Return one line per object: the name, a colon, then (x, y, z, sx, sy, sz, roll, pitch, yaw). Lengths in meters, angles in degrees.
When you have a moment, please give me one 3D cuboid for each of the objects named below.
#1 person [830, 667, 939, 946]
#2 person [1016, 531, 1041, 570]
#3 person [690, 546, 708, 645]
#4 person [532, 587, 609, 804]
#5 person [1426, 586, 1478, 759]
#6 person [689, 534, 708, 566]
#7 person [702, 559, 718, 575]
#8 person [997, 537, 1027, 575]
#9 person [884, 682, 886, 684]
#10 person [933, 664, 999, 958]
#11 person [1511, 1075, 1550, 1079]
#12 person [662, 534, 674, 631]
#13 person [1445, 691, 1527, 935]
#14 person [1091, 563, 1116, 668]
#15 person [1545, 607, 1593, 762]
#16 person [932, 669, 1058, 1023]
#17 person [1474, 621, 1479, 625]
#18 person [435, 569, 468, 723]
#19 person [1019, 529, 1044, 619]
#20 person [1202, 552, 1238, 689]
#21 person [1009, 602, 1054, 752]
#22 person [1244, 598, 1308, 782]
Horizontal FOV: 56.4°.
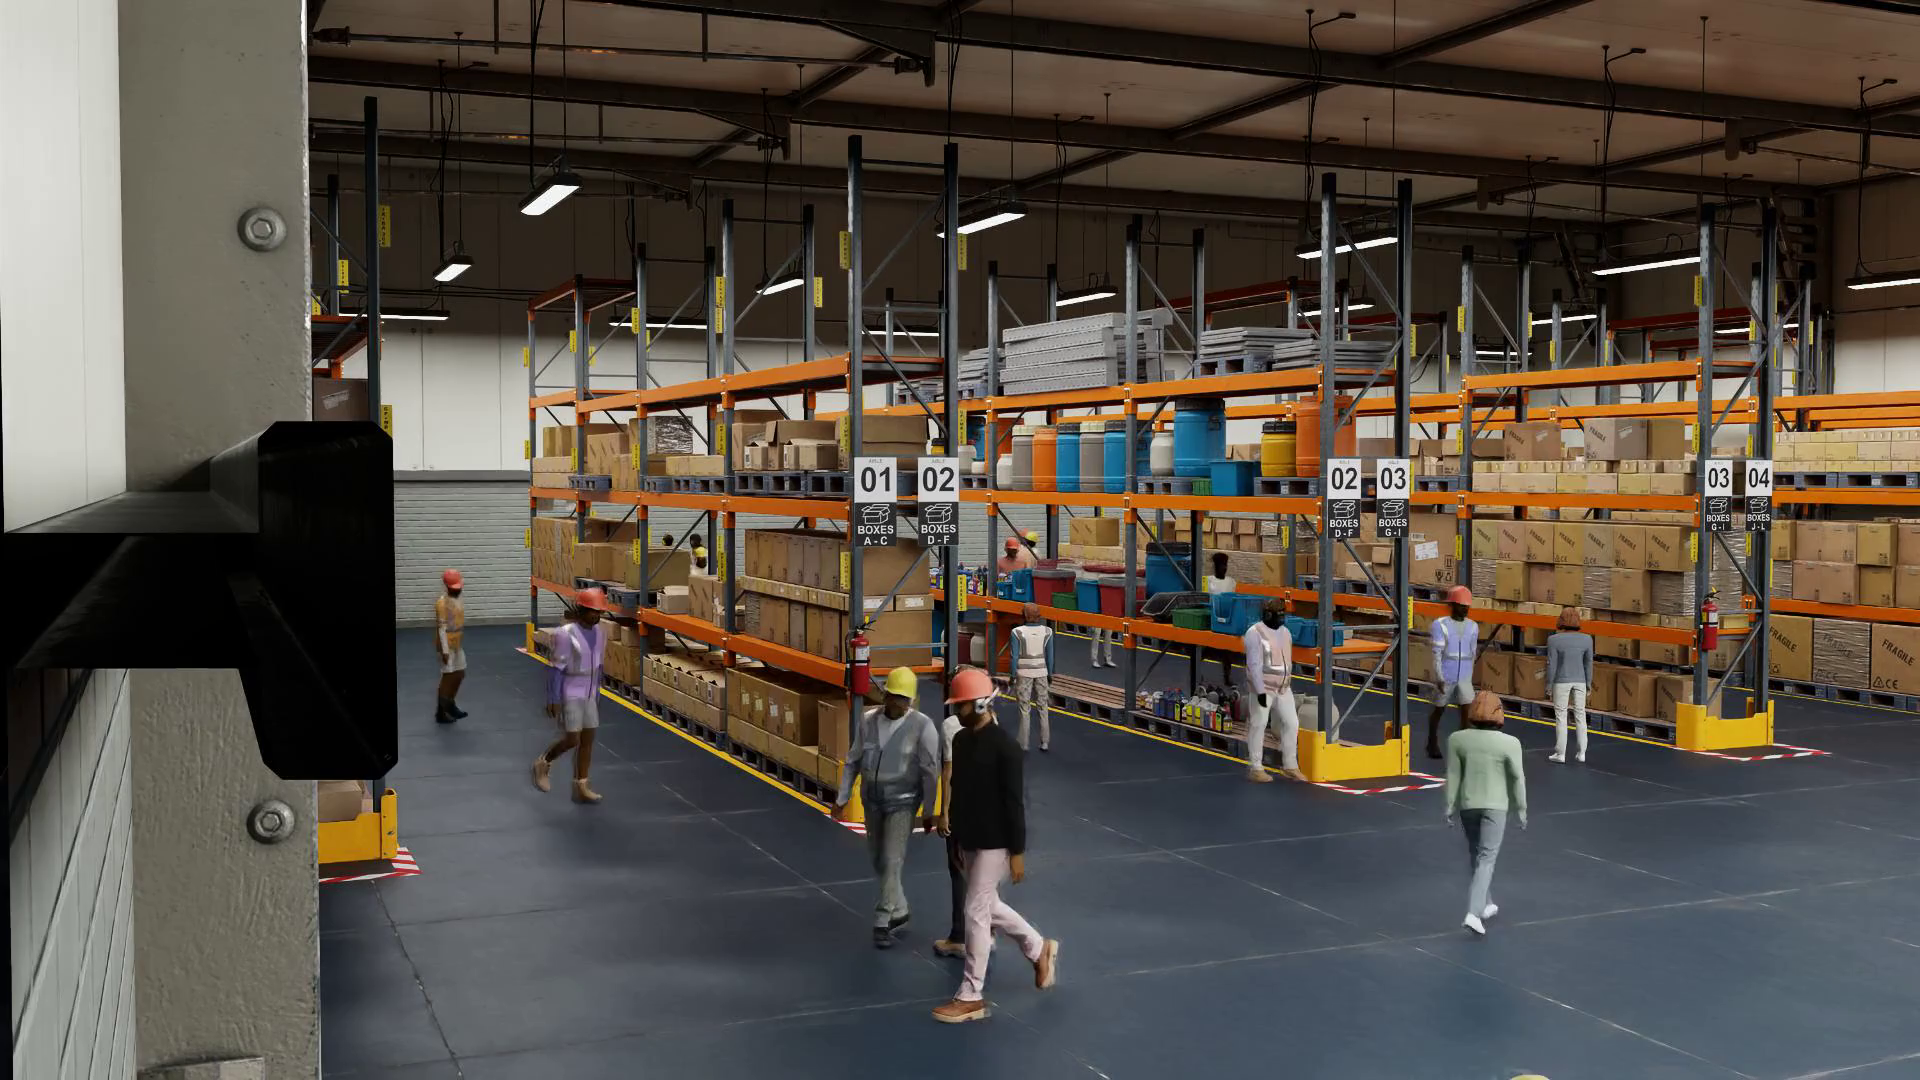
person: (-0.473, 1.723, 11.743, 0.666, 1.791, 0.552, 1, 3, 30)
person: (1.305, 0.782, 34.847, 0.649, 1.904, 0.415, 1, 2, 27)
person: (-4.307, 1.016, 29.815, 0.612, 1.822, 0.419, -2, 3, -44)
person: (-3.576, 1.434, 16.665, 0.713, 2.010, 0.621, 1, 3, 30)
person: (5.193, 1.414, 18.875, 0.543, 1.885, 1.034, 0, 2, -8)
person: (-4.896, 0.827, 33.828, 0.631, 1.893, 0.452, 2, 3, 36)
person: (-3.858, 1.068, 28.368, 0.599, 1.830, 0.404, -2, 3, -37)
person: (0.844, 0.944, 29.534, 0.623, 1.989, 0.400, -1, 2, -23)
person: (-0.672, 1.276, 20.835, 0.610, 1.996, 0.378, -1, 2, -23)
person: (0.049, 1.715, 11.456, 0.332, 1.842, 0.507, 2, 3, 38)
person: (1.235, 2.048, 4.094, 0.525, 1.735, 0.866, -1, 2, -16)
person: (-5.615, 0.819, 34.442, 0.539, 1.866, 0.313, -1, 3, -29)
person: (3.521, 1.811, 12.051, 0.517, 1.594, 0.849, 2, 3, 35)
person: (2.252, 1.176, 28.051, 0.523, 1.638, 0.310, -1, 3, -32)
person: (6.431, 1.528, 18.916, 0.507, 1.633, 0.276, 0, 2, -5)
person: (0.211, 1.706, 10.274, 0.891, 1.959, 0.634, -1, 3, -34)
person: (7.494, 1.124, 26.522, 0.582, 1.865, 0.666, -1, 2, -23)
person: (-6.207, 1.288, 21.874, 0.505, 1.889, 0.575, 1, 2, 15)
person: (1.330, 0.703, 37.288, 1.010, 1.886, 0.565, 2, 3, 37)
person: (3.639, 1.128, 25.589, 0.608, 1.936, 0.894, -1, 2, -27)
person: (0.782, 1.499, 19.597, 0.525, 1.639, 0.307, -1, 2, -20)
person: (3.118, 1.488, 17.601, 0.624, 1.825, 0.705, -2, 3, -35)
